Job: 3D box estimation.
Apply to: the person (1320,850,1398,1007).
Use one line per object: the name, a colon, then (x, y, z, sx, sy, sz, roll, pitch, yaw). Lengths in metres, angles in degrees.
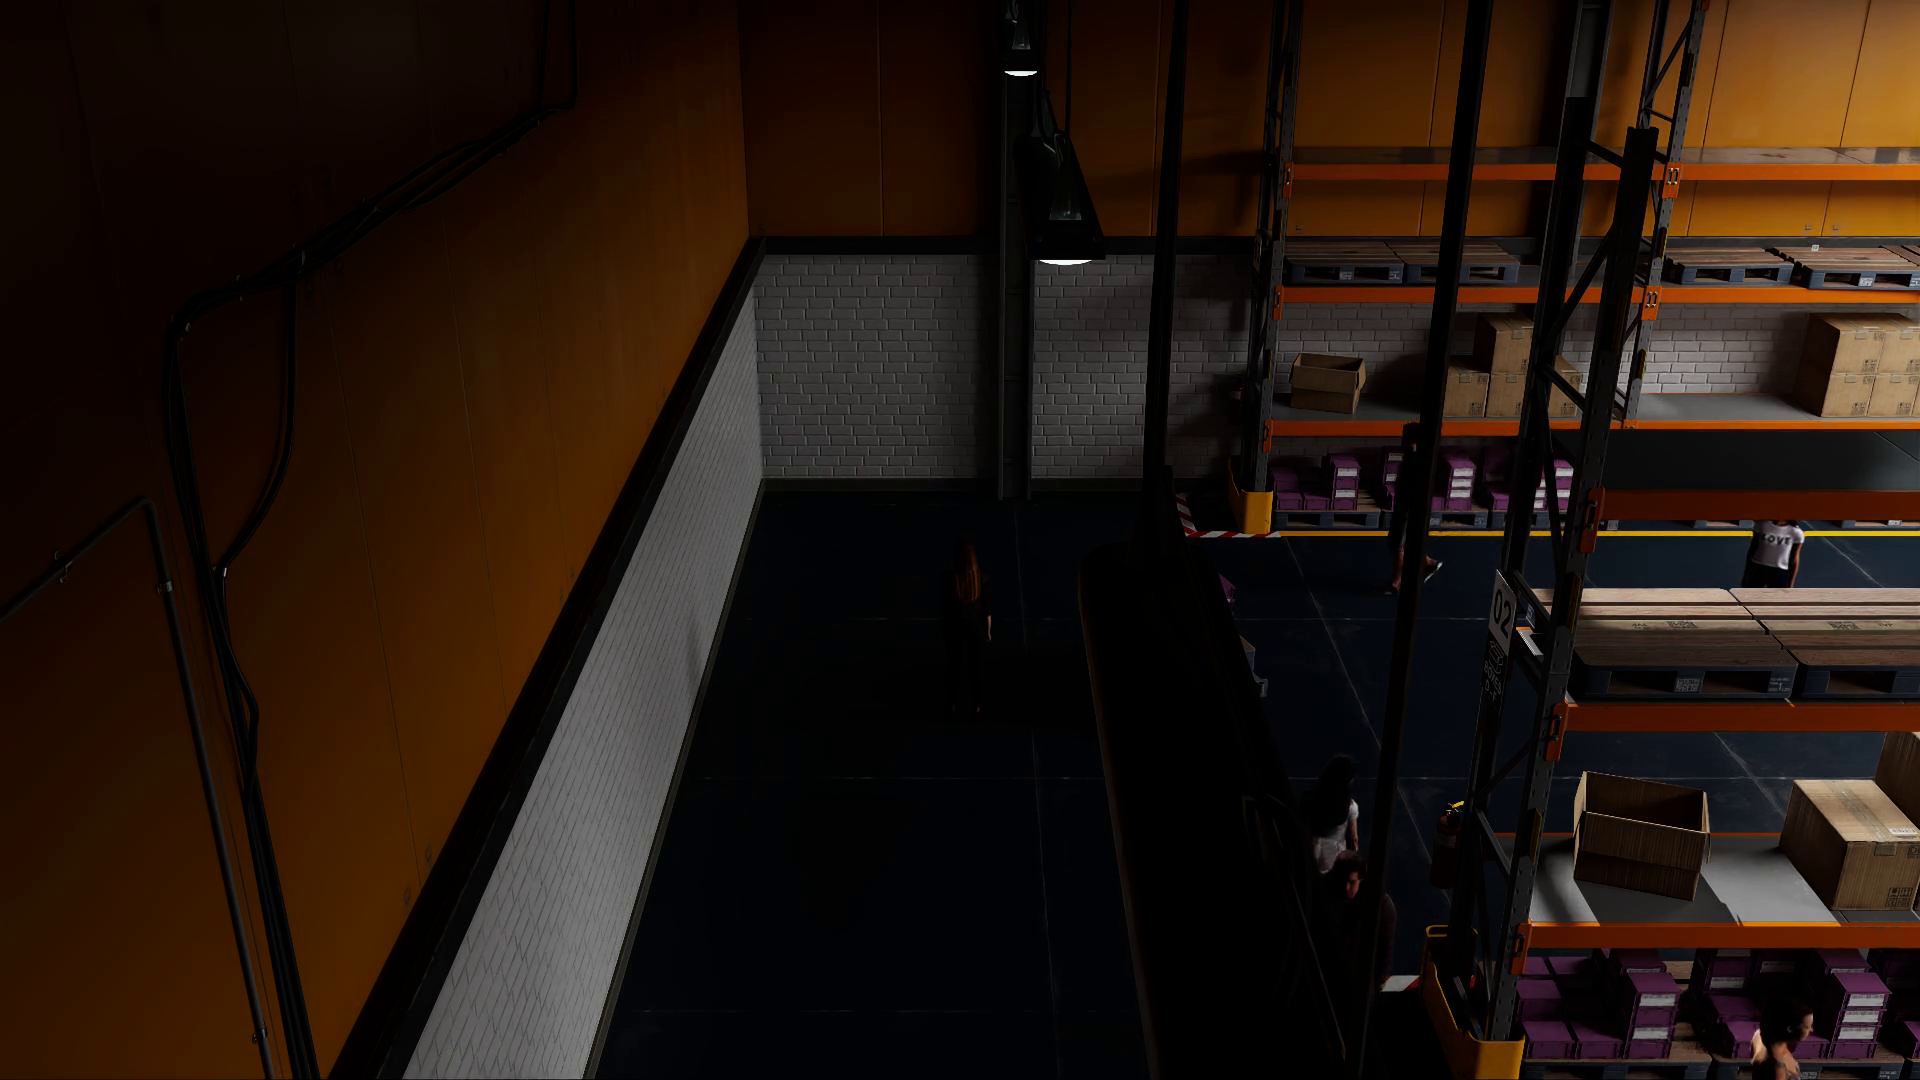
person: (2.320, 2.644, 10.187, 1.190, 1.794, 1.054, 7, 25, 16)

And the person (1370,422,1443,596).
person: (4.619, -0.301, 16.859, 0.959, 1.845, 0.706, 1, 24, 3)

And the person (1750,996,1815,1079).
person: (4.181, 3.185, 8.994, 0.729, 1.757, 0.685, 8, 25, 17)

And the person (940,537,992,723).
person: (0.045, 0.787, 14.542, 0.478, 1.708, 0.664, 1, 24, 3)

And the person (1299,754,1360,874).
person: (2.405, 2.271, 11.100, 0.803, 1.746, 0.858, 10, 26, 22)
